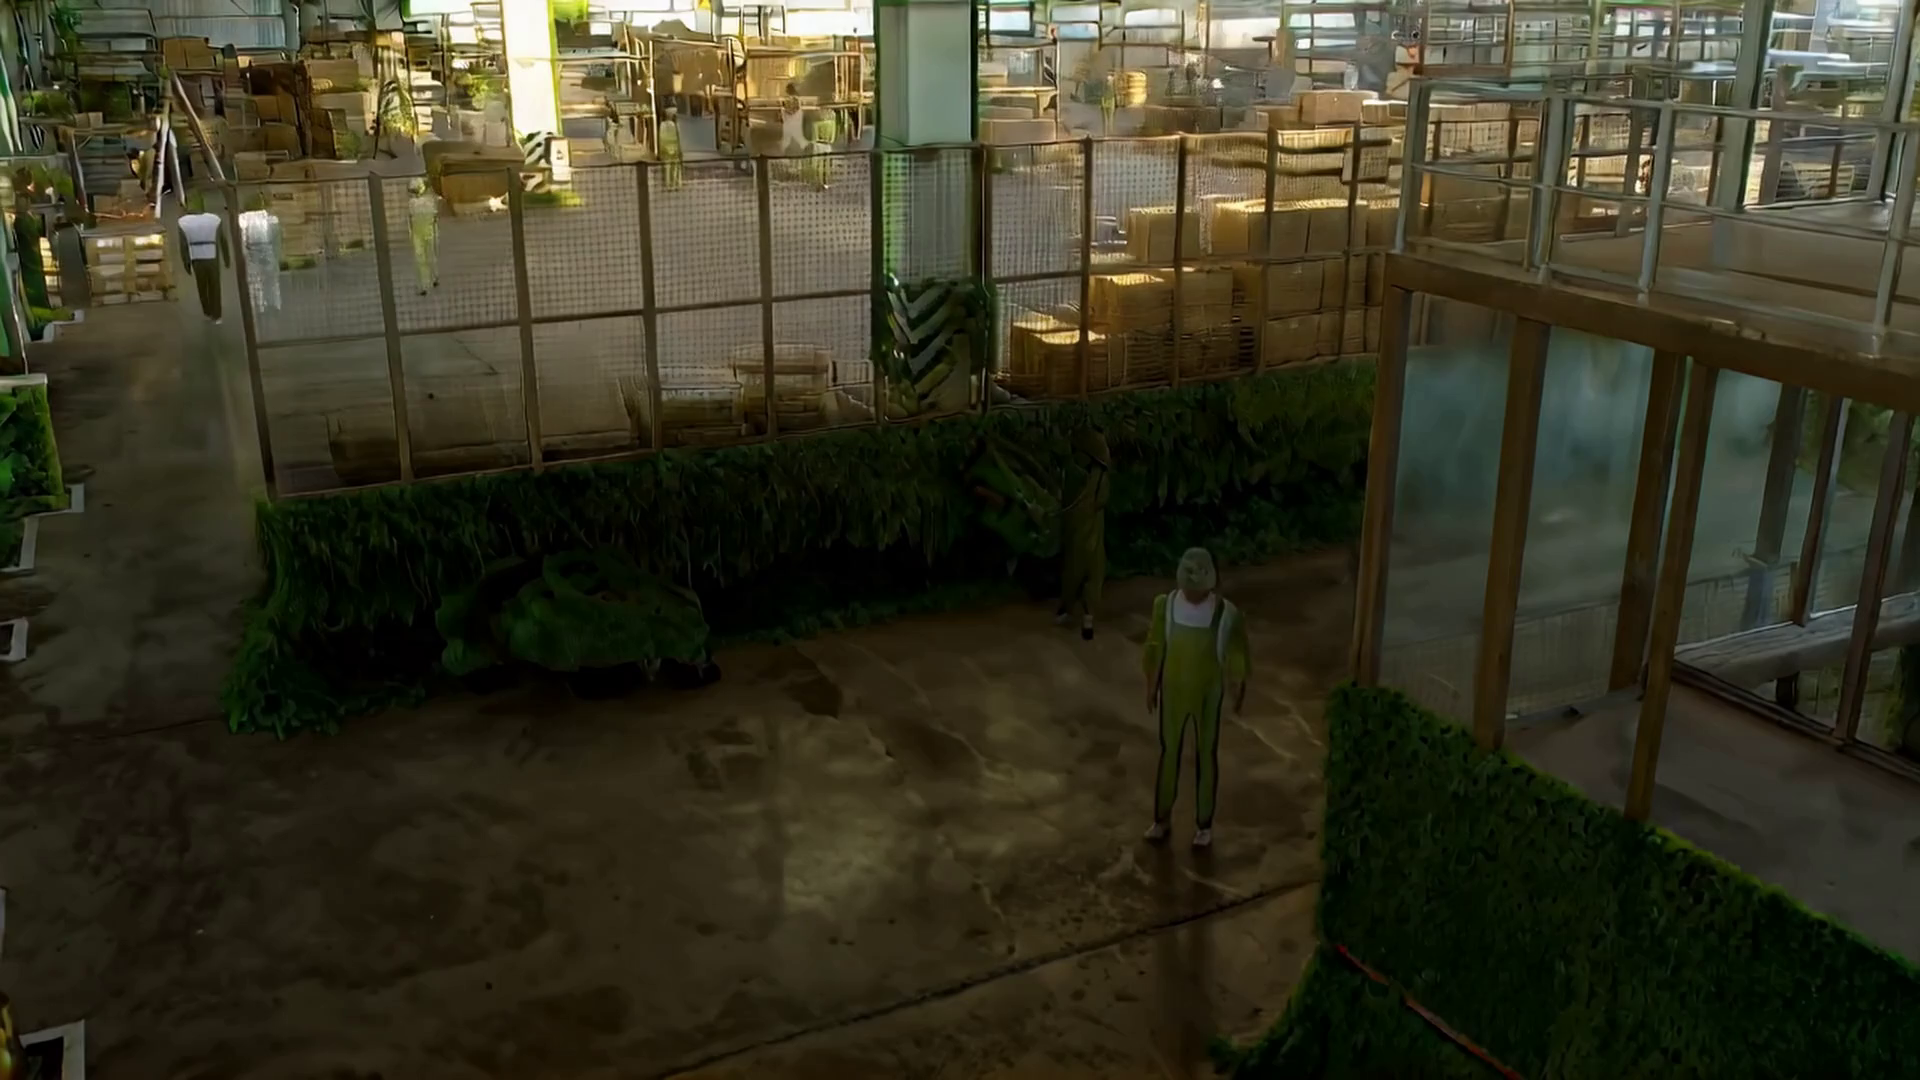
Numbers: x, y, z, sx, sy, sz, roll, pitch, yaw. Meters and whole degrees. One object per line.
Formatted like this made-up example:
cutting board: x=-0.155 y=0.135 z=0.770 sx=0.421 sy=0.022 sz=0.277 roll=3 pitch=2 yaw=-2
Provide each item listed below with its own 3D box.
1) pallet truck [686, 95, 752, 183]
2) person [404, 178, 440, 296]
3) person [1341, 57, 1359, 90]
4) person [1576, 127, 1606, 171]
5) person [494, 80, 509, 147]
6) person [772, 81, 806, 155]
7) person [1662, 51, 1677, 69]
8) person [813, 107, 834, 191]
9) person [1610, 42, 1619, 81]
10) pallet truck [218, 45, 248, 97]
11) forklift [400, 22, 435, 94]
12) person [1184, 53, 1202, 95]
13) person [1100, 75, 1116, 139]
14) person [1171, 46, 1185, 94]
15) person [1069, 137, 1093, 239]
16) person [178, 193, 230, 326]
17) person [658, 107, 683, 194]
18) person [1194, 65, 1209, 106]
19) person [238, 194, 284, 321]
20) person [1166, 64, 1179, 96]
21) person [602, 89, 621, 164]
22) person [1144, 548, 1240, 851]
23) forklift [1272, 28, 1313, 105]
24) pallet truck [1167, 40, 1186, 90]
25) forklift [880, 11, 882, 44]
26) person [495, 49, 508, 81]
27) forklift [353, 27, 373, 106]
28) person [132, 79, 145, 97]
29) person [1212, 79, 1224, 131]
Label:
pallet truck: x=-5.836 y=-9.608 z=39.856 sx=0.823 sy=1.965 sz=1.885 roll=10 pitch=22 yaw=27
person: x=-8.449 y=-4.818 z=26.256 sx=0.516 sy=1.827 sz=0.911 roll=-3 pitch=19 yaw=-7
person: x=13.574 y=-15.821 z=57.956 sx=0.628 sy=1.940 sz=0.373 roll=10 pitch=21 yaw=26
person: x=12.487 y=-7.245 z=33.119 sx=0.581 sy=1.918 sz=0.605 roll=15 pitch=24 yaw=37
person: x=-12.826 y=-11.953 z=46.778 sx=0.510 sy=1.910 sz=0.596 roll=2 pitch=19 yaw=7
person: x=-4.598 y=-11.354 z=44.851 sx=0.974 sy=2.000 sz=0.708 roll=7 pitch=20 yaw=19
person: x=31.213 y=-20.975 z=73.225 sx=0.537 sy=1.709 sz=0.927 roll=0 pitch=19 yaw=1
person: x=-3.135 y=-8.956 z=38.137 sx=0.584 sy=1.882 sz=0.349 roll=-16 pitch=25 yaw=-39
person: x=29.435 y=-21.604 z=74.787 sx=0.601 sy=1.885 sz=0.670 roll=17 pitch=25 yaw=40
pallet truck: x=-28.879 y=-18.665 z=66.111 sx=0.823 sy=1.965 sz=1.885 roll=-3 pitch=19 yaw=-9
forklift: x=-22.141 y=-19.205 z=66.342 sx=1.129 sy=2.768 sz=1.873 roll=14 pitch=23 yaw=35
person: x=8.520 y=-16.808 z=60.817 sx=0.633 sy=1.936 sz=0.353 roll=4 pitch=20 yaw=12
person: x=4.424 y=-12.937 z=49.722 sx=0.531 sy=1.859 sz=0.332 roll=15 pitch=24 yaw=36
person: x=8.790 y=-19.031 z=67.343 sx=0.569 sy=1.878 sz=1.008 roll=-7 pitch=20 yaw=-20
person: x=2.298 y=-6.641 z=31.426 sx=0.354 sy=1.883 sz=0.573 roll=-16 pitch=24 yaw=-38
person: x=-10.856 y=-4.045 z=23.957 sx=0.601 sy=1.860 sz=1.043 roll=-6 pitch=20 yaw=-17
person: x=-6.558 y=-8.840 z=37.750 sx=0.583 sy=1.921 sz=0.390 roll=13 pitch=23 yaw=33
person: x=7.800 y=-14.408 z=53.900 sx=0.639 sy=1.907 sz=0.707 roll=-13 pitch=23 yaw=-33
person: x=-10.234 y=-4.161 z=24.358 sx=0.627 sy=1.793 sz=0.925 roll=-7 pitch=20 yaw=-21
person: x=7.688 y=-16.408 z=60.192 sx=0.524 sy=1.587 sz=0.845 roll=15 pitch=24 yaw=36
person: x=-8.984 y=-10.628 z=42.902 sx=0.401 sy=1.938 sz=0.603 roll=6 pitch=20 yaw=17
person: x=1.332 y=0.912 z=9.590 sx=0.508 sy=1.844 sz=0.332 roll=7 pitch=20 yaw=20
forklift: x=11.792 y=-17.114 z=60.281 sx=1.873 sy=2.768 sz=1.129 roll=-9 pitch=21 yaw=-25
pallet truck: x=9.045 y=-19.971 z=69.895 sx=0.823 sy=1.965 sz=1.885 roll=-3 pitch=19 yaw=-8
forklift: x=-3.821 y=-25.240 z=83.835 sx=1.873 sy=2.768 sz=1.129 roll=2 pitch=19 yaw=5
person: x=-18.985 y=-19.488 z=68.965 sx=0.553 sy=1.672 sz=0.588 roll=-8 pitch=21 yaw=-23
forklift: x=-21.847 y=-17.438 z=61.219 sx=1.873 sy=2.768 sz=1.129 roll=-16 pitch=25 yaw=-39
person: x=-25.373 y=-13.404 z=51.417 sx=0.523 sy=1.632 sz=0.321 roll=4 pitch=19 yaw=12
person: x=7.827 y=-13.283 z=50.998 sx=0.686 sy=1.668 sz=0.552 roll=6 pitch=20 yaw=16
